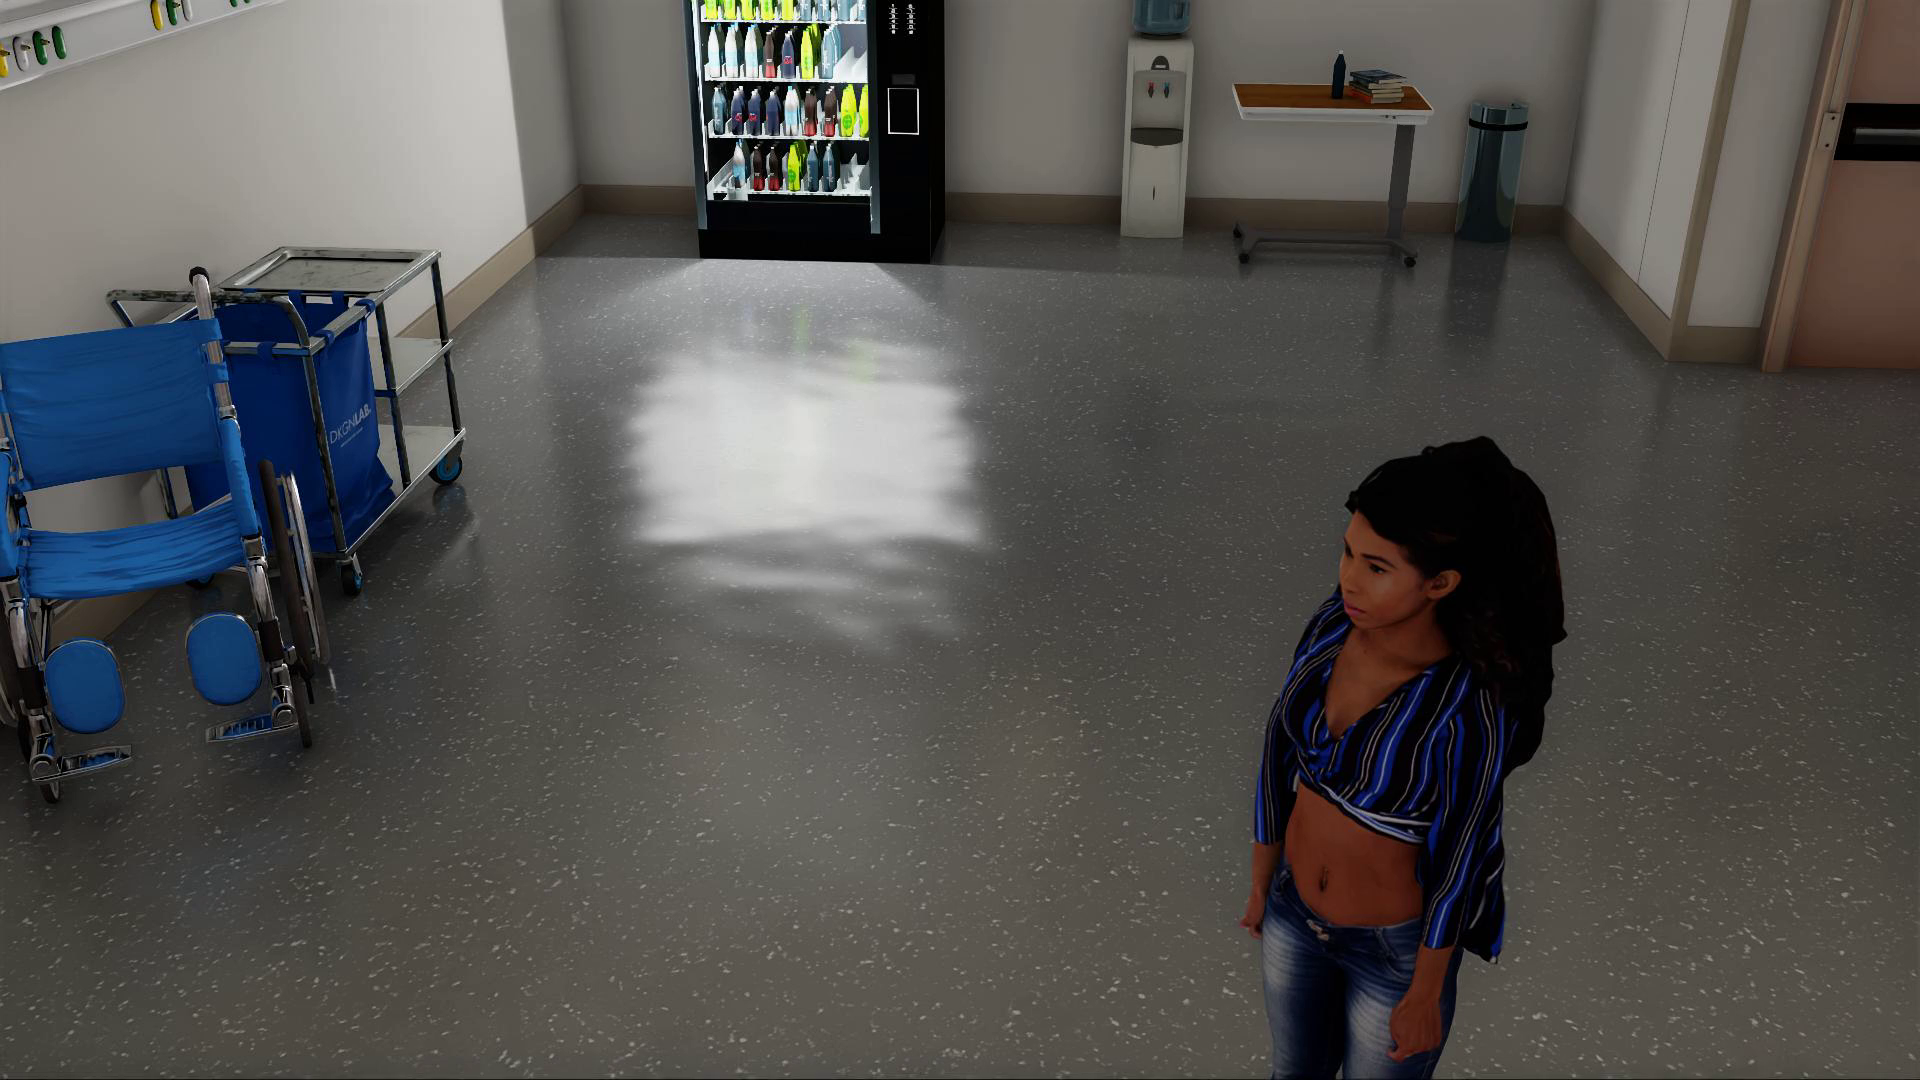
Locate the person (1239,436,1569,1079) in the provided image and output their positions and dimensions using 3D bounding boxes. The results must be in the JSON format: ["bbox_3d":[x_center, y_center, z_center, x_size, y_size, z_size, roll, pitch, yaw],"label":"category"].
[{"bbox_3d":[0.618,0.599,2.556,0.734,1.616,0.694,-16,30,-30],"label":"person"}]
